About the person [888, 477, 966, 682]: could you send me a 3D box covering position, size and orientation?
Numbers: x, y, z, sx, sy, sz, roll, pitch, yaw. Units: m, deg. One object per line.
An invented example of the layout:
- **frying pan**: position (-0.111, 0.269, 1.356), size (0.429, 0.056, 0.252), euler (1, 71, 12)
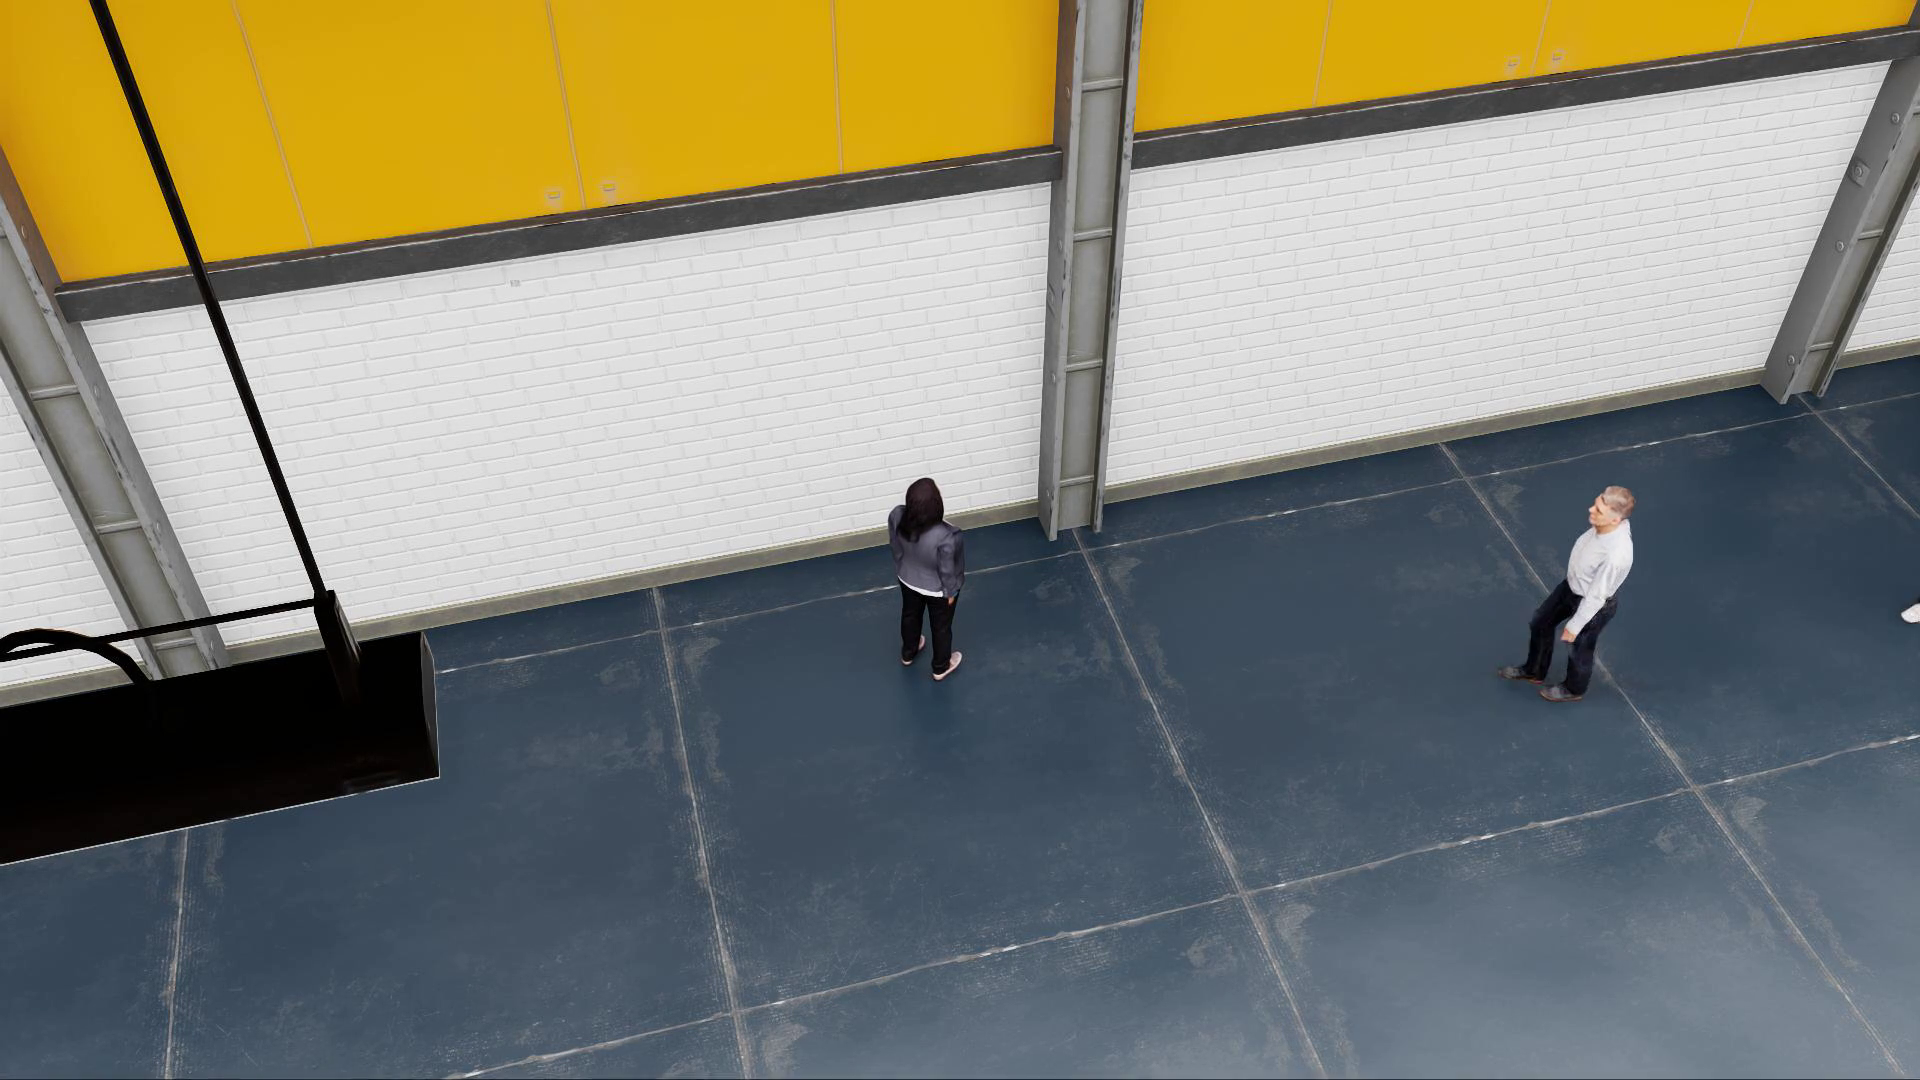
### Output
- **person**: position (-0.208, 0.238, 10.513), size (0.794, 1.595, 0.842), euler (27, 50, 25)

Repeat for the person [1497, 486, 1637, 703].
- **person**: position (3.942, 0.367, 10.228), size (0.905, 1.802, 0.833), euler (4, 44, 4)
